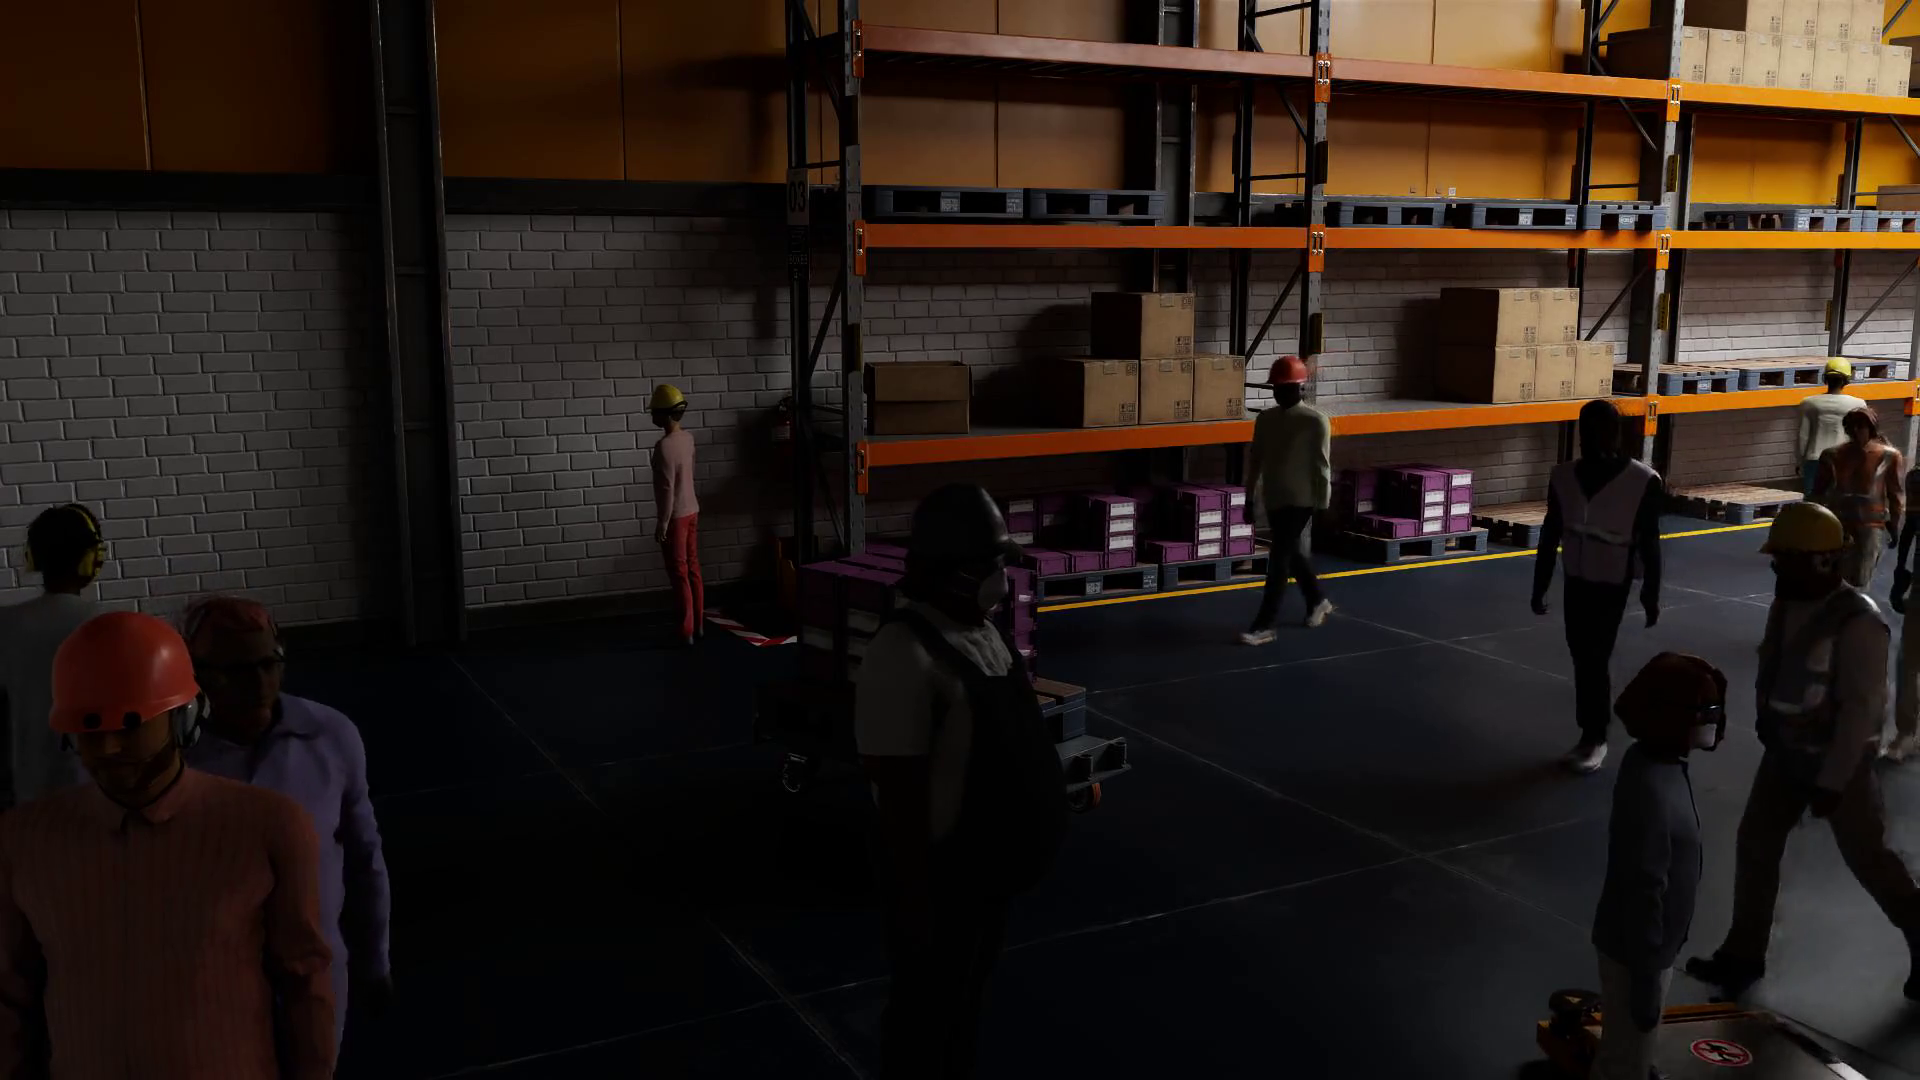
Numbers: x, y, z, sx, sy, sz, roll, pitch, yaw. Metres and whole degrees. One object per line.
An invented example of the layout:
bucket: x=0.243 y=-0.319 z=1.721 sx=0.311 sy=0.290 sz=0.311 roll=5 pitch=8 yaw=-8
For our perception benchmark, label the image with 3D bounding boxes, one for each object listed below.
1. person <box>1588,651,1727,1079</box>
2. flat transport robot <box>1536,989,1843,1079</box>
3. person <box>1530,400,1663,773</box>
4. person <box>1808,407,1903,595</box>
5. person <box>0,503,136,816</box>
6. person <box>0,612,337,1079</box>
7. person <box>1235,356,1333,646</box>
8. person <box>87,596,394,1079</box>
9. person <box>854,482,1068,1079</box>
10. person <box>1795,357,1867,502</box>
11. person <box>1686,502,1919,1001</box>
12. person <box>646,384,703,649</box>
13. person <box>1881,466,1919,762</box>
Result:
person: x=1.803 y=1.087 z=4.355 sx=0.282 sy=1.631 sz=0.503 roll=5 pitch=11 yaw=25
flat transport robot: x=2.345 y=1.683 z=4.846 sx=0.652 sy=0.197 sz=1.431 roll=-2 pitch=10 yaw=-10
person: x=3.196 y=0.237 z=8.470 sx=0.577 sy=1.898 sz=0.633 roll=-7 pitch=12 yaw=-36
person: x=5.897 y=-0.067 z=11.036 sx=0.551 sy=1.608 sz=0.731 roll=9 pitch=13 yaw=42
person: x=-2.866 y=0.807 z=5.361 sx=0.529 sy=1.848 sz=0.397 roll=-3 pitch=10 yaw=-16
person: x=-1.519 y=1.109 z=3.186 sx=0.622 sy=1.993 sz=0.382 roll=-2 pitch=10 yaw=-14
person: x=2.268 y=-0.295 z=11.420 sx=1.017 sy=1.952 sz=0.636 roll=-7 pitch=12 yaw=-37
person: x=-1.717 y=1.035 z=4.003 sx=0.893 sy=1.878 sz=0.656 roll=9 pitch=14 yaw=43
person: x=0.028 y=0.849 z=4.553 sx=0.535 sy=2.000 sz=0.674 roll=4 pitch=10 yaw=20
person: x=7.332 y=-0.657 z=14.023 sx=0.533 sy=1.765 sz=0.330 roll=7 pitch=12 yaw=36
person: x=3.158 y=0.747 z=5.946 sx=0.882 sy=1.785 sz=0.606 roll=-1 pitch=10 yaw=-7
person: x=-1.923 y=-0.155 z=11.128 sx=0.330 sy=1.767 sz=0.528 roll=2 pitch=10 yaw=12
person: x=5.077 y=0.249 z=8.561 sx=0.550 sy=1.844 sz=0.717 roll=8 pitch=13 yaw=39
